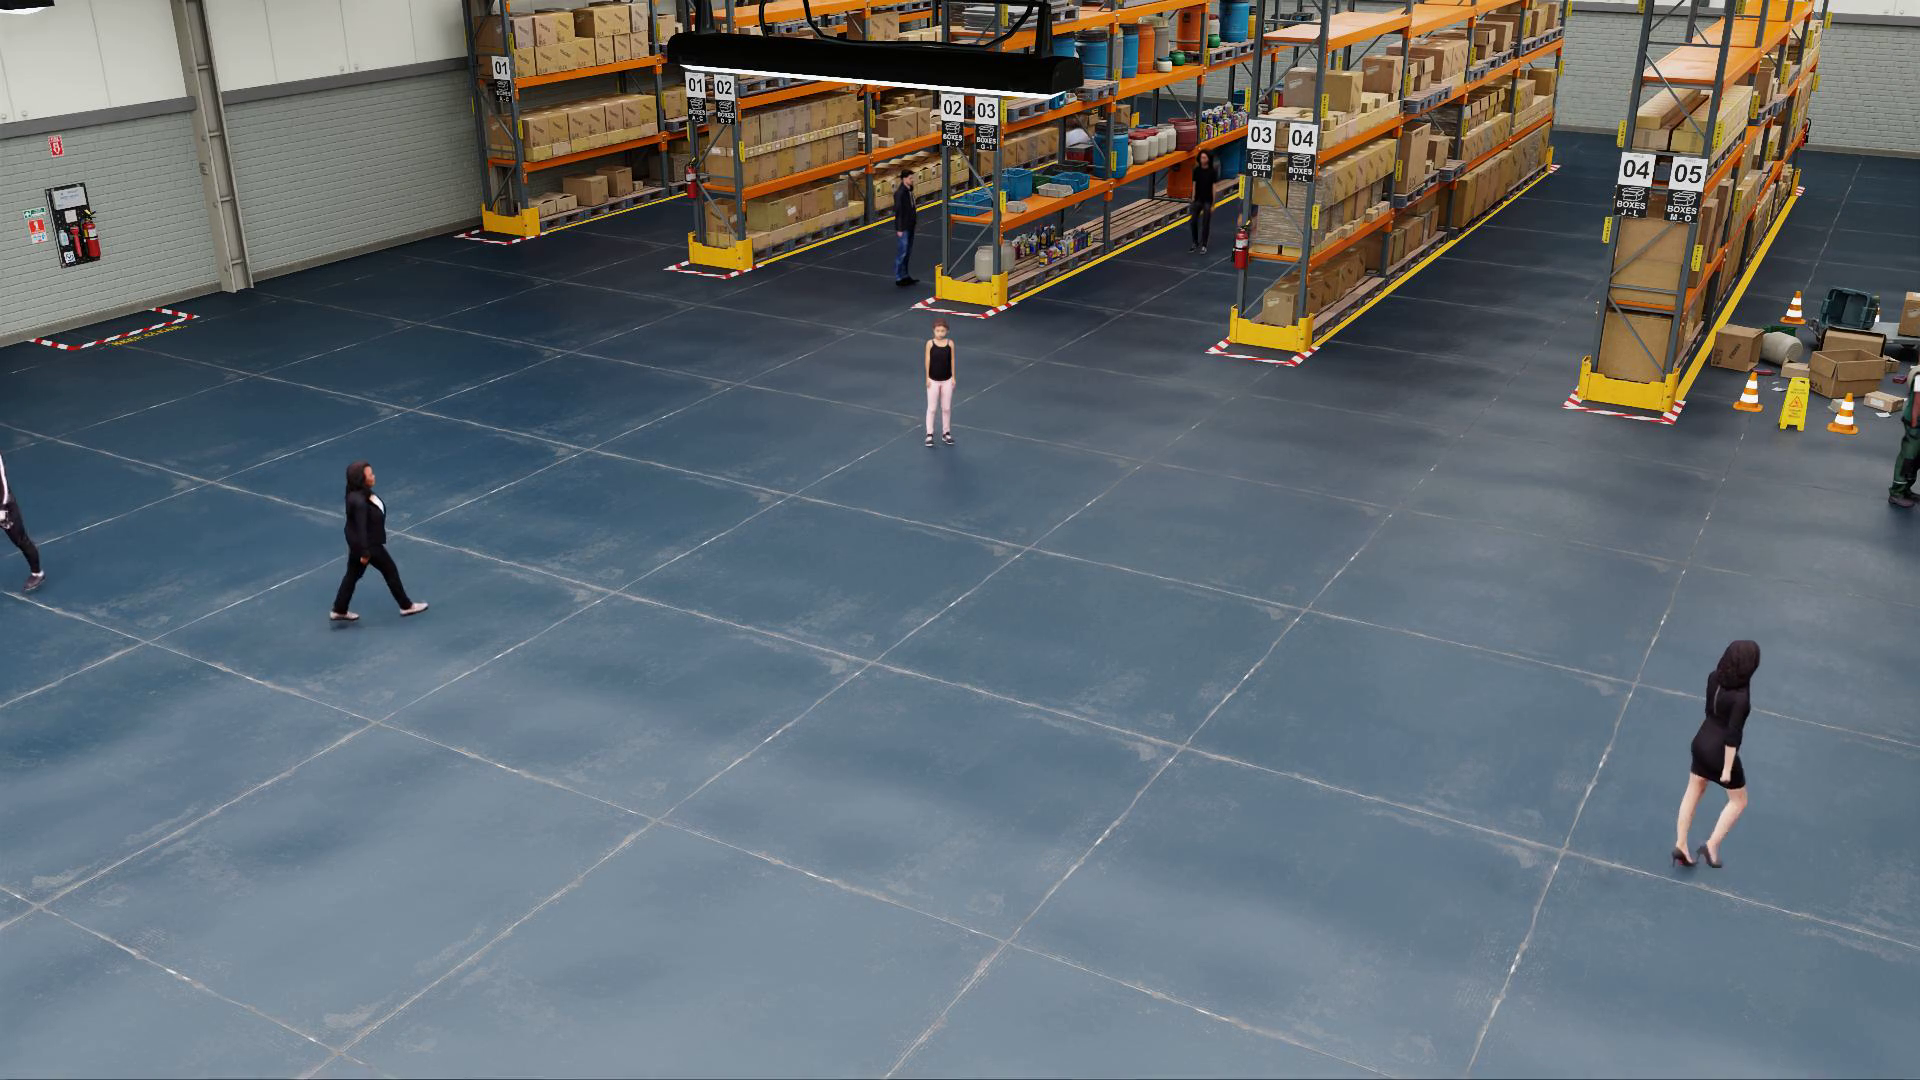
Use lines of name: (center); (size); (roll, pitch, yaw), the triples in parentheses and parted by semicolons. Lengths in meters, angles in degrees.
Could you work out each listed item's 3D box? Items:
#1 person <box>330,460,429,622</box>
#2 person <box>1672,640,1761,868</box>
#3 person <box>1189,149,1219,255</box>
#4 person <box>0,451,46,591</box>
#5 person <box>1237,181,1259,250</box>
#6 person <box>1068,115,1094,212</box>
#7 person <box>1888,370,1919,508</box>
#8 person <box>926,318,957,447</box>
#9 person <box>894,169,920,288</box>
person: (-5.564, 0.060, 15.341); (1.206, 1.574, 1.020); (-12, 26, -25)
person: (5.191, 1.530, 11.608); (0.821, 1.791, 0.751); (-4, 23, -9)
person: (4.310, -5.955, 29.167); (0.660, 1.823, 0.644); (10, 25, 22)
person: (-9.157, -0.303, 15.925); (0.930, 1.785, 1.257); (4, 23, 10)
person: (5.089, -5.761, 28.954); (0.633, 1.632, 0.609); (12, 26, 27)
person: (2.305, -7.314, 32.396); (0.739, 1.797, 1.102); (10, 25, 23)
person: (10.490, -1.286, 18.166); (0.667, 1.839, 0.819); (-19, 29, -37)
person: (-0.244, -1.916, 20.001); (0.632, 1.564, 0.685); (-5, 23, -10)
person: (-0.896, -5.080, 27.022); (0.753, 1.892, 0.532); (10, 25, 21)
